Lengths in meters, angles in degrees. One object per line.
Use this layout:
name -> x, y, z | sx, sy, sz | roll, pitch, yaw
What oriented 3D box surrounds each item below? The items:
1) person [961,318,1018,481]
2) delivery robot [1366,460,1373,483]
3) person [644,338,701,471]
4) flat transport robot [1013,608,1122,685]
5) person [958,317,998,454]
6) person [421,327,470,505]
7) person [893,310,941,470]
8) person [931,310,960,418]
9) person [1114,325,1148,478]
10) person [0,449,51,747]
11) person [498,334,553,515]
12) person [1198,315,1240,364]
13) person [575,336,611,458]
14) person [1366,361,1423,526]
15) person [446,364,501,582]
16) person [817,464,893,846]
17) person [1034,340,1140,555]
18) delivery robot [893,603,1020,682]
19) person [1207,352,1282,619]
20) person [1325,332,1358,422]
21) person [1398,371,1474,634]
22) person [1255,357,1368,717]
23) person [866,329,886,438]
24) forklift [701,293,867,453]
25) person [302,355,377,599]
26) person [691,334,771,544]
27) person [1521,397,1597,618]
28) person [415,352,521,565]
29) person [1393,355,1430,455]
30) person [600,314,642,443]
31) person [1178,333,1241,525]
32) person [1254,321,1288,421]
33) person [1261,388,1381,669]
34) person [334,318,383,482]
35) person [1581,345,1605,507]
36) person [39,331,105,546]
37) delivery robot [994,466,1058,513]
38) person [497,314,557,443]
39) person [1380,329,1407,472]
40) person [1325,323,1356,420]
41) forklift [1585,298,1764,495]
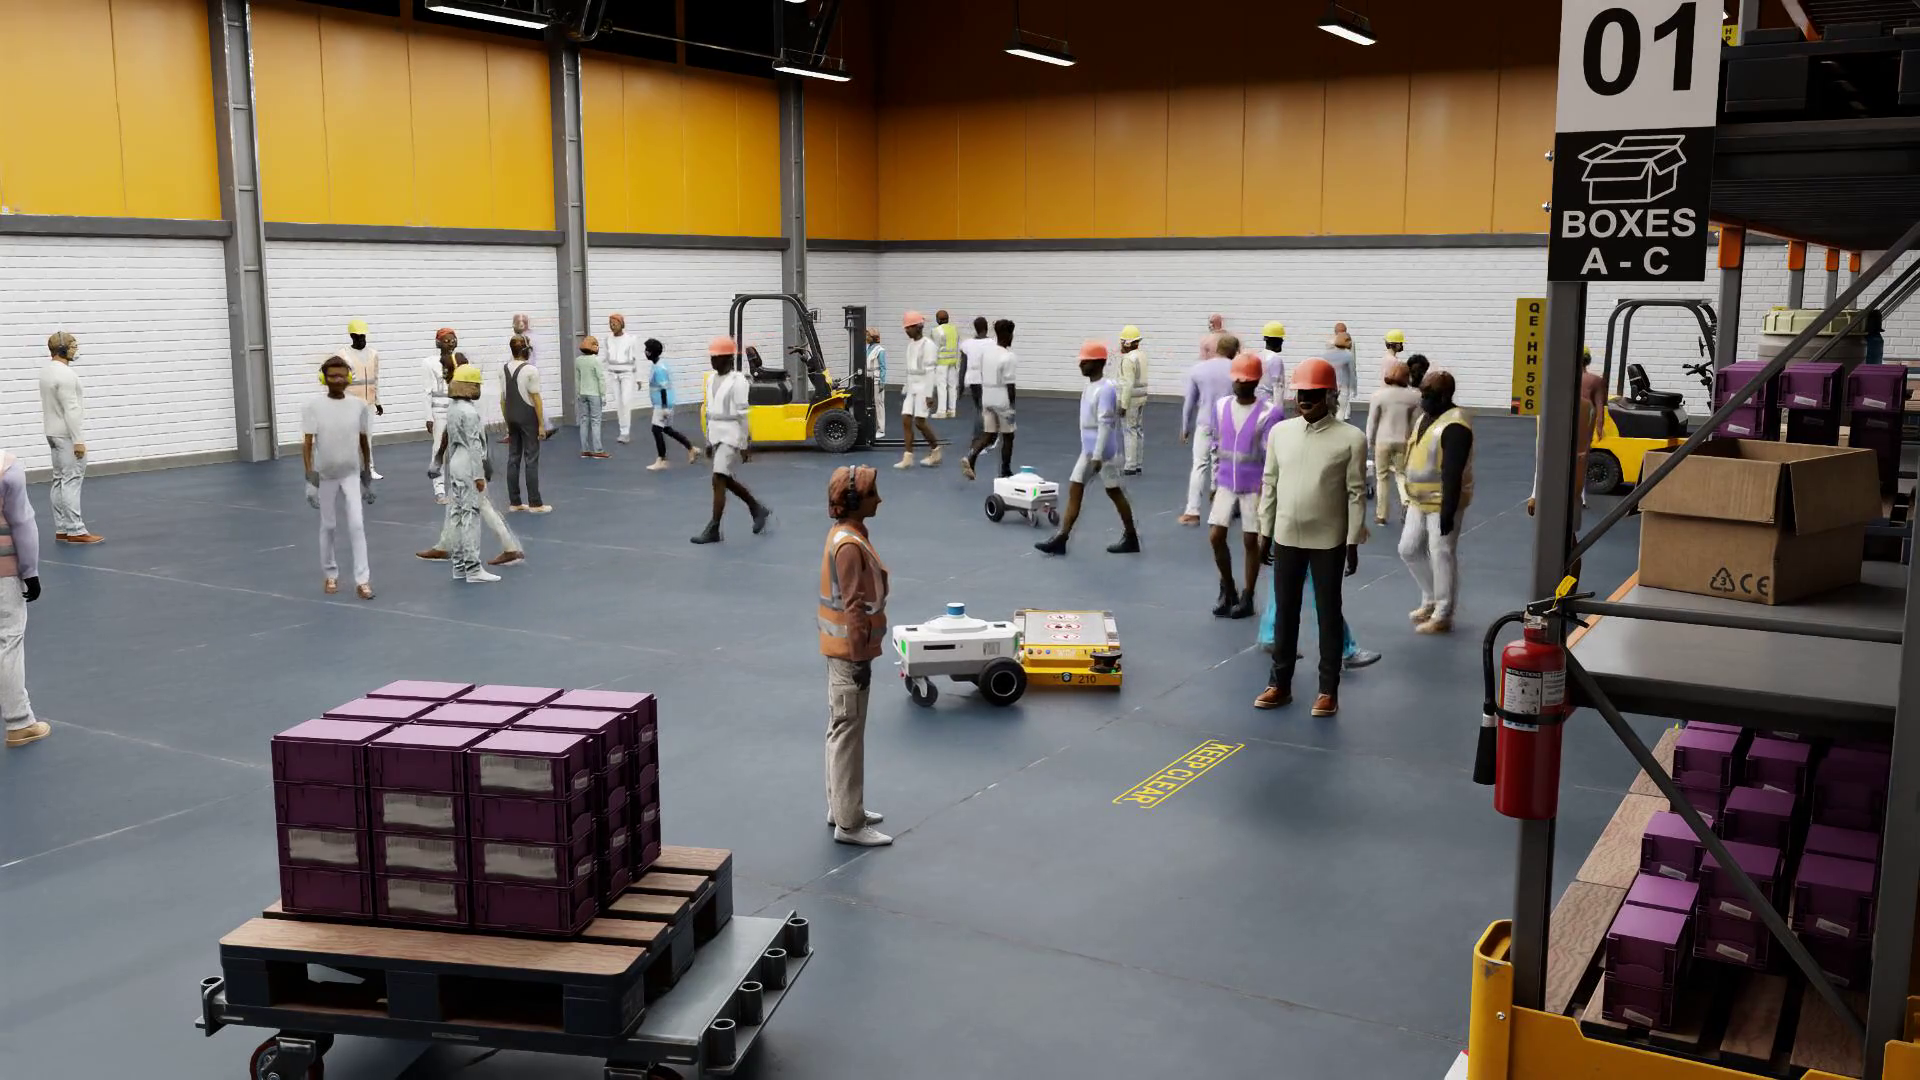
person -> 0.391, -1.588, 19.225 | 0.706, 1.944, 0.629 | -8, 12, -40
delivery robot -> 4.125, -0.741, 17.953 | 0.707, 0.478, 0.477 | -5, 10, -34
person -> -3.599, -1.702, 20.785 | 0.655, 1.661, 0.554 | -2, 9, -12
flat transport robot -> 0.660, 0.652, 10.459 | 0.652, 0.197, 1.431 | 0, 9, 3
person -> 0.346, -2.115, 22.872 | 0.626, 1.823, 1.027 | 5, 10, 28
person -> -5.455, -1.322, 17.770 | 0.355, 1.883, 0.575 | 8, 12, 42
person -> -0.575, -1.890, 20.949 | 0.691, 1.995, 0.680 | -6, 11, -31
person -> -0.286, -2.989, 28.306 | 0.430, 1.841, 0.624 | 8, 12, 40
person -> 2.047, -1.667, 20.070 | 0.403, 1.834, 0.589 | 4, 10, 24
person -> -5.081, 0.165, 8.609 | 0.637, 1.842, 0.429 | -1, 9, -5
person -> -4.448, -1.175, 16.961 | 0.508, 1.846, 0.345 | 4, 10, 24
person -> 3.748, -2.310, 24.028 | 0.672, 1.867, 0.693 | -2, 9, -13
person -> -4.909, -1.902, 22.164 | 0.498, 1.632, 0.289 | 6, 11, 32
person -> 4.197, -0.917, 16.049 | 0.536, 1.610, 0.506 | 0, 9, -1
person -> -3.912, -0.535, 13.295 | 0.303, 1.741, 0.484 | -7, 12, -38
person -> -0.462, 0.491, 7.204 | 0.309, 1.641, 0.513 | -1, 9, -8
person -> 1.158, -0.796, 14.483 | 0.980, 1.884, 0.561 | -3, 10, -18
delivery robot -> -0.027, 0.605, 9.575 | 0.707, 0.478, 0.477 | -2, 9, -10
person -> 1.984, -0.370, 11.759 | 0.579, 1.911, 0.499 | 6, 11, 35
person -> 5.485, -2.182, 23.927 | 0.365, 1.620, 0.530 | -8, 12, -41
person -> 3.230, -0.240, 11.260 | 0.436, 1.812, 0.658 | -2, 9, -10
person -> 1.949, -0.018, 9.273 | 0.611, 1.996, 0.378 | 6, 11, 33
person -> -1.291, -2.338, 24.855 | 0.313, 1.642, 0.513 | -7, 12, -38
forklift -> -2.458, -2.344, 23.176 | 2.313, 2.155, 1.214 | 0, 9, -2
person -> -4.717, -0.480, 12.666 | 0.556, 1.864, 0.576 | -5, 10, -28
person -> -2.111, -0.942, 15.335 | 0.897, 1.912, 0.548 | -9, 12, -43
person -> 4.188, -0.374, 11.679 | 0.545, 1.938, 0.361 | -7, 11, -35
person -> -4.153, -0.677, 14.003 | 0.975, 1.811, 0.480 | 0, 9, 3
person -> 4.379, -0.954, 16.125 | 0.541, 1.657, 0.800 | 4, 10, 22
person -> -4.964, -2.317, 24.004 | 0.609, 1.868, 0.730 | 2, 9, 15
person -> 2.522, -1.083, 16.370 | 0.682, 1.882, 0.964 | 3, 10, 20
person -> 3.445, -1.465, 18.517 | 0.374, 1.928, 0.584 | -3, 10, -18
person -> 2.260, -0.090, 10.346 | 0.553, 1.783, 0.958 | -8, 12, -42
person -> -7.107, -1.658, 19.722 | 0.386, 1.928, 0.589 | 6, 11, 34
person -> 6.508, -1.211, 17.579 | 0.535, 1.712, 0.916 | 0, 9, -1
person -> -8.076, -0.916, 15.058 | 0.635, 1.939, 0.367 | 9, 13, 44
delivery robot -> 0.649, -0.483, 16.367 | 0.477, 0.478, 0.707 | -7, 11, -35
person -> -6.323, -2.348, 24.180 | 0.796, 1.881, 0.651 | -1, 9, -6
person -> 5.356, -1.723, 20.634 | 0.315, 1.769, 0.525 | 0, 9, 0
person -> 6.365, -2.821, 27.879 | 0.511, 1.640, 0.309 | 2, 9, 10
forklift -> 7.954, -1.589, 18.462 | 2.313, 2.155, 1.214 | 5, 11, 30
